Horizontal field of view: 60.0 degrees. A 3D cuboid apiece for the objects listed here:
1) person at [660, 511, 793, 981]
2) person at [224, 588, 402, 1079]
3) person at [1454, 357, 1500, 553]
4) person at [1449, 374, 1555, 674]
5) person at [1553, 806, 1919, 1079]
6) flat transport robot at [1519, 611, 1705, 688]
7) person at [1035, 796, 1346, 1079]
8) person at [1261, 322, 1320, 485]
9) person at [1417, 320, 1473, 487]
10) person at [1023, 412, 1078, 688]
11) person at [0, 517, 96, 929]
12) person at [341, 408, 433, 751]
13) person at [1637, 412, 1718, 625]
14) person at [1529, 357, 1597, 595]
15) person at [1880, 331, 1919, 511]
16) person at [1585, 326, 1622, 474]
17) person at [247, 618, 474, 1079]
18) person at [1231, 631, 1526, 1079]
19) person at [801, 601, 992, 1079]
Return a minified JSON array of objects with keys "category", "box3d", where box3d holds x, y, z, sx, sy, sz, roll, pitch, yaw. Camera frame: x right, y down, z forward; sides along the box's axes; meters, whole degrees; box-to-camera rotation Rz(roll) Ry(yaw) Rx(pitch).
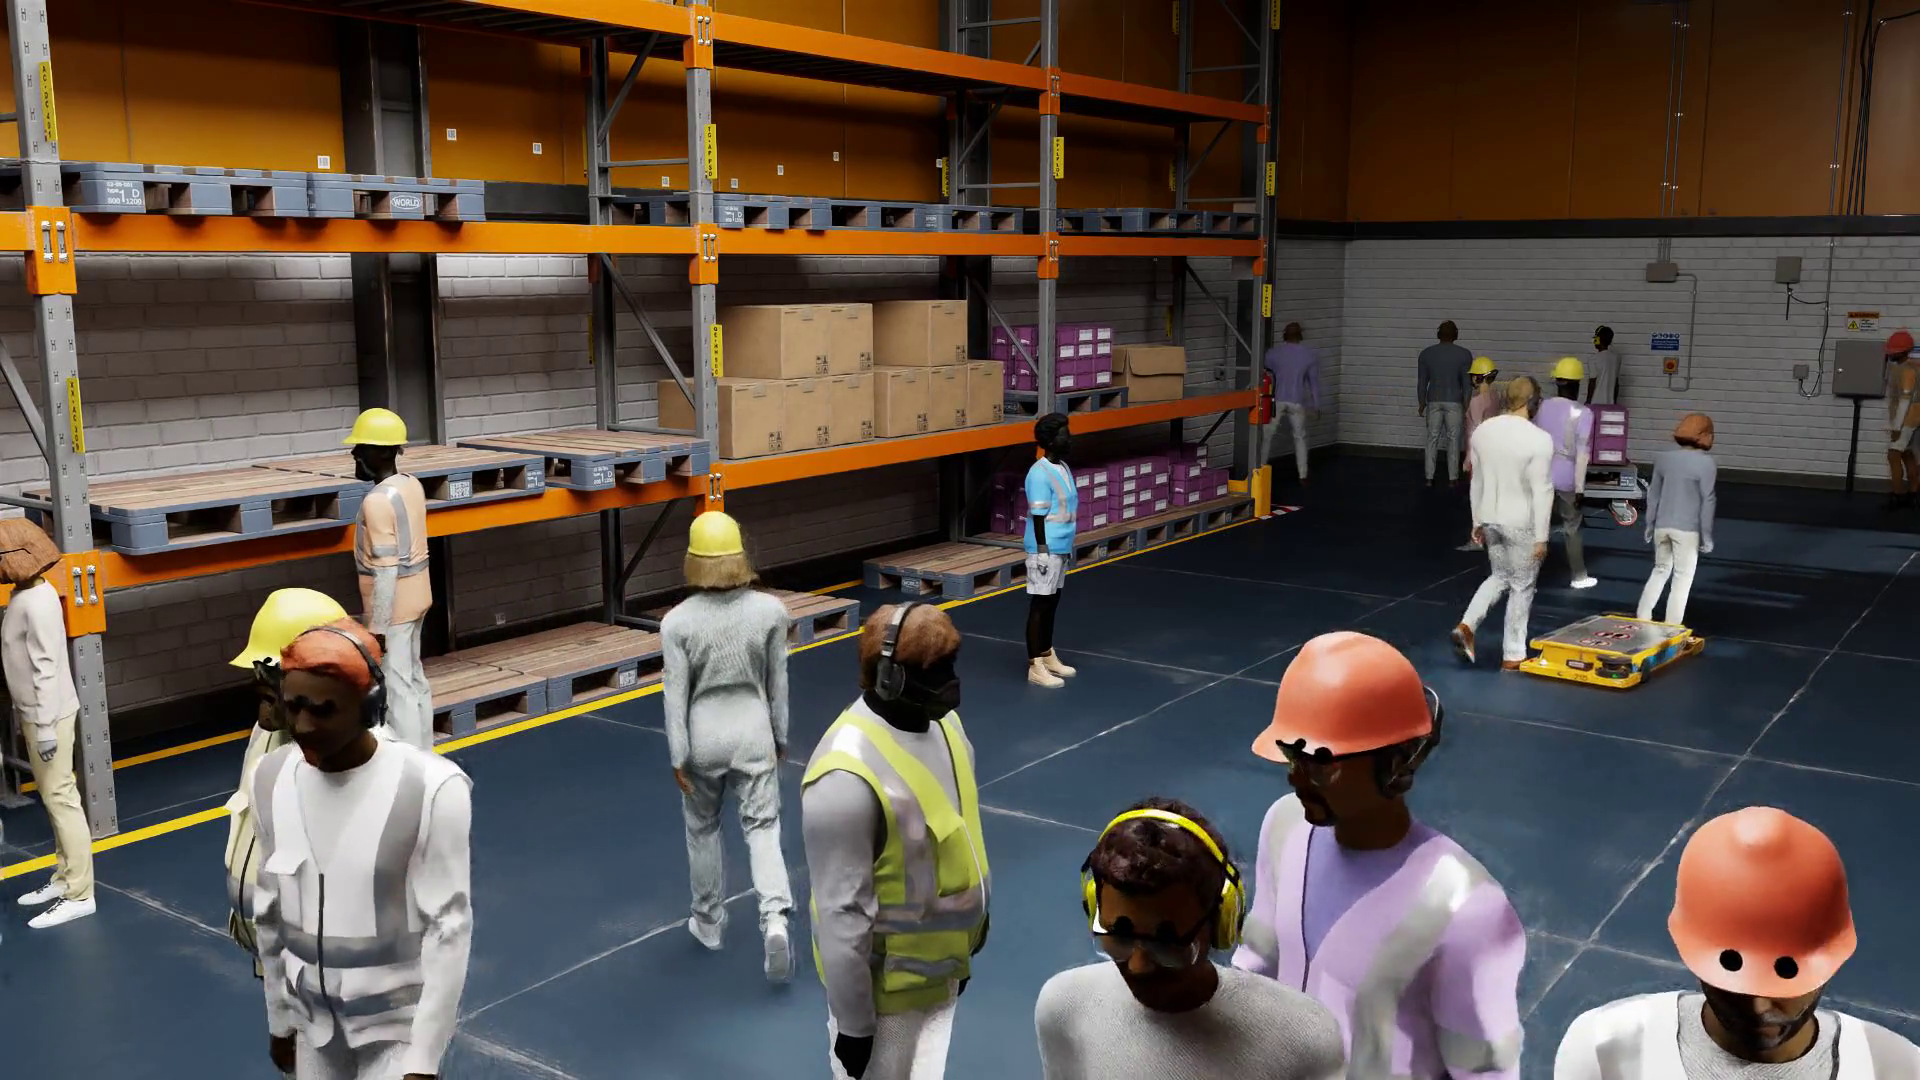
[{"category":"person","box3d":[-0.847,0.749,6.138,0.487,1.715,0.739,-3,10,-18]},{"category":"person","box3d":[-1.610,1.020,4.183,0.588,1.833,0.404,7,12,36]},{"category":"person","box3d":[4.695,-0.770,15.041,0.315,1.769,0.525,7,12,37]},{"category":"person","box3d":[3.438,-0.084,10.490,0.544,1.920,0.651,-5,11,-28]},{"category":"person","box3d":[1.092,1.300,2.379,0.557,1.876,0.991,5,11,25]},{"category":"flat transport robot","box3d":[4.242,0.694,10.769,0.652,0.197,1.431,9,13,42]},{"category":"person","box3d":[0.384,1.274,2.633,0.558,1.842,0.515,5,11,28]},{"category":"person","box3d":[3.792,-1.571,19.428,0.836,1.905,0.563,1,10,6]},{"category":"person","box3d":[5.633,-1.579,19.346,0.627,1.940,0.373,5,11,26]},{"category":"person","box3d":[0.566,0.055,10.330,0.319,1.699,0.533,3,10,20]},{"category":"person","box3d":[-3.663,0.714,6.624,0.277,1.628,0.500,-6,11,-33]},{"category":"person","box3d":[-2.744,0.327,8.024,0.362,1.928,0.593,-1,10,-3]},{"category":"person","box3d":[4.891,-0.061,11.278,0.372,1.616,0.521,-4,10,-21]},{"category":"person","box3d":[4.708,-0.499,13.111,0.974,1.880,0.601,-7,12,-36]},{"category":"person","box3d":[9.946,-1.249,17.532,0.479,1.890,0.618,5,11,28]},{"category":"person","box3d":[7.503,-1.575,19.527,0.534,1.869,0.315,-5,11,-27]},{"category":"person","box3d":[-1.338,1.082,3.708,0.595,1.863,0.434,3,10,19]},{"category":"person","box3d":[0.763,1.132,3.083,1.026,1.990,0.595,-3,10,-19]},{"category":"person","box3d":[-0.142,1.047,4.047,0.432,1.836,0.618,4,10,22]}]
